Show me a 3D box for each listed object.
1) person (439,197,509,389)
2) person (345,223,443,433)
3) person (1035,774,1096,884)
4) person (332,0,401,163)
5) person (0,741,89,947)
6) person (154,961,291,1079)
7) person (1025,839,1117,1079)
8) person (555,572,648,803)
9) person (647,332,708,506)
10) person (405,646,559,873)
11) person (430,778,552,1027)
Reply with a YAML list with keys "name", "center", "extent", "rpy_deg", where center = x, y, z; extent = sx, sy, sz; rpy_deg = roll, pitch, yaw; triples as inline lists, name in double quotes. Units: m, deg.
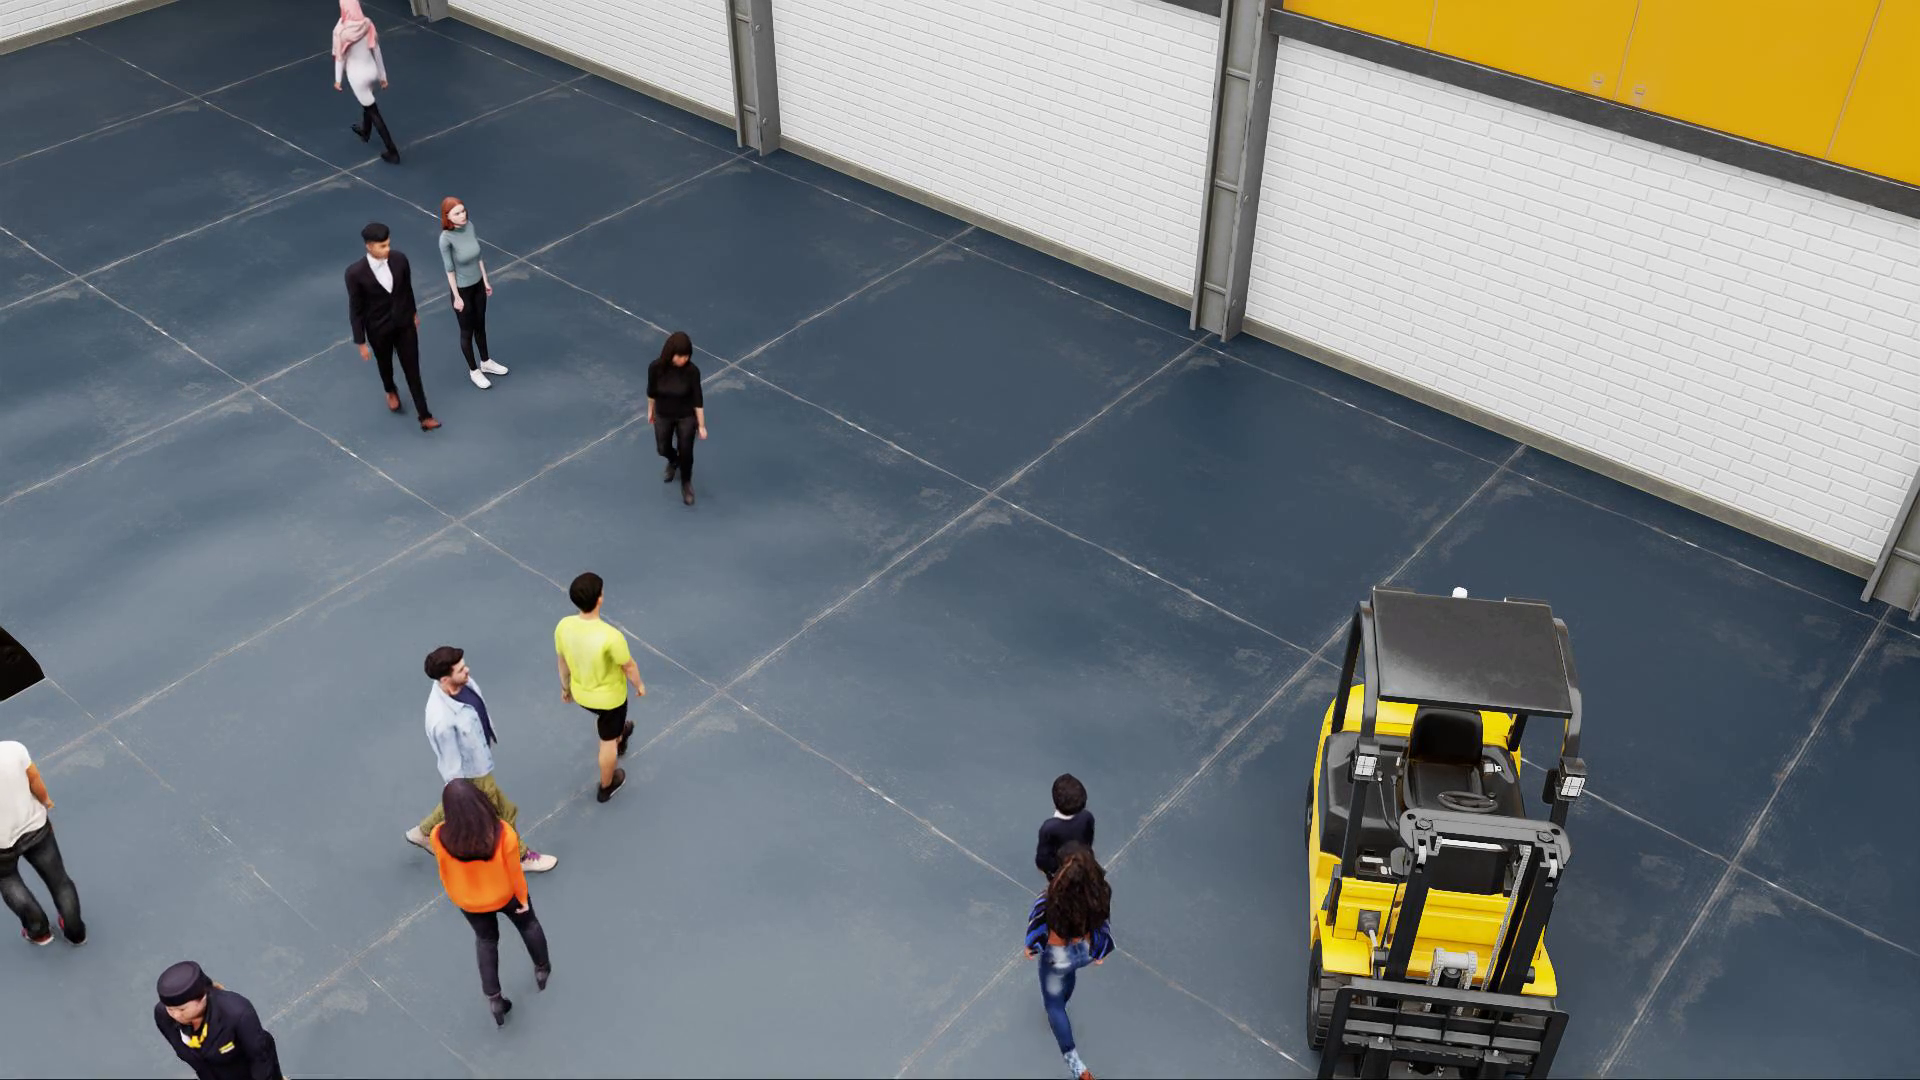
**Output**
- name: "person"
  center: [-4.212, -2.140, 14.254]
  extent: [0.602, 1.743, 0.617]
  rpy_deg: [19, 42, 22]
- name: "person"
  center: [-4.767, -1.809, 13.780]
  extent: [0.991, 1.816, 1.308]
  rpy_deg: [-22, 44, -25]
- name: "person"
  center: [0.642, 1.862, 9.661]
  extent: [0.572, 1.221, 0.583]
  rpy_deg: [-17, 42, -20]
- name: "person"
  center: [-6.266, -4.849, 17.627]
  extent: [1.118, 1.767, 0.711]
  rpy_deg: [23, 44, 26]
- name: "person"
  center: [-5.322, 1.698, 9.408]
  extent: [0.673, 1.792, 0.651]
  rpy_deg: [-31, 48, -33]
- name: "person"
  center: [-3.607, 2.601, 8.401]
  extent: [1.087, 1.638, 1.121]
  rpy_deg: [-1, 39, -1]
- name: "person"
  center: [0.590, 2.258, 8.860]
  extent: [0.909, 1.601, 1.067]
  rpy_deg: [-12, 40, -14]
- name: "person"
  center: [-2.291, 0.980, 10.392]
  extent: [0.926, 1.686, 0.894]
  rpy_deg: [13, 40, 16]
- name: "person"
  center: [-2.205, -0.978, 12.908]
  extent: [0.881, 1.606, 0.925]
  rpy_deg: [7, 39, 9]
- name: "person"
  center: [-2.992, 1.331, 9.880]
  extent: [1.218, 1.778, 1.162]
  rpy_deg: [-3, 39, -4]
- name: "person"
  center: [-2.592, 1.996, 9.086]
  extent: [0.876, 1.729, 0.936]
  rpy_deg: [0, 39, 0]
